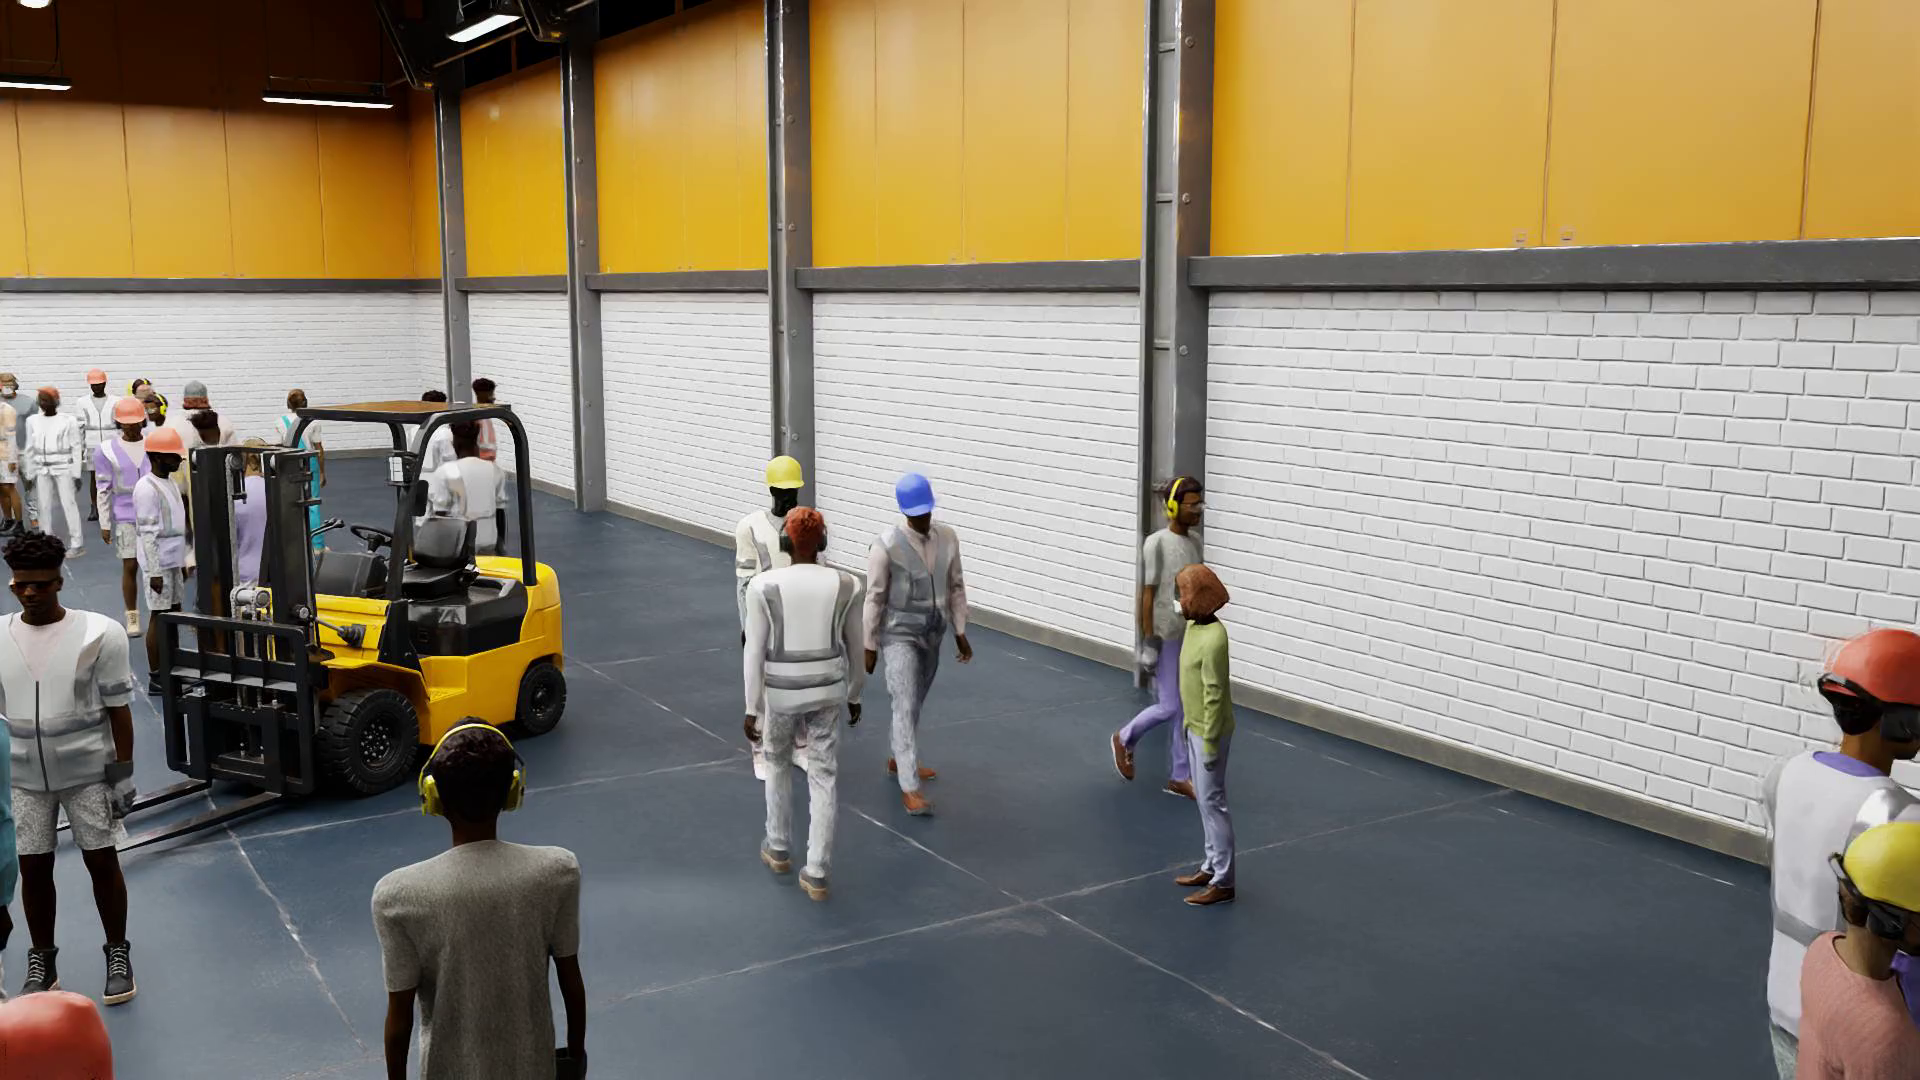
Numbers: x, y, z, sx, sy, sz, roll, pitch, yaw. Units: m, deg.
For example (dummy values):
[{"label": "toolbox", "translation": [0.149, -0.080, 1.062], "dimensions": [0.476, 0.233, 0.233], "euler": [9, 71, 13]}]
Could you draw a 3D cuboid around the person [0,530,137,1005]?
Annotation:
[{"label": "person", "translation": [-3.624, 0.922, 6.671], "dimensions": [0.607, 1.957, 0.380], "euler": [-2, 9, -12]}]

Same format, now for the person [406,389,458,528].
[{"label": "person", "translation": [-5.050, -0.471, 16.030], "dimensions": [0.612, 1.963, 0.361], "euler": [4, 9, 25]}]

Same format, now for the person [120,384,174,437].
[{"label": "person", "translation": [-9.261, -0.876, 19.159], "dimensions": [0.660, 1.866, 0.911], "euler": [0, 8, 3]}]

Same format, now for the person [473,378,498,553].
[{"label": "person", "translation": [-5.305, -0.828, 18.486], "dimensions": [0.407, 1.953, 0.621], "euler": [-1, 8, -4]}]

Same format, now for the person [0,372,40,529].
[{"label": "person", "translation": [-11.539, -1.081, 20.282], "dimensions": [0.641, 1.928, 0.386], "euler": [-5, 10, -31]}]

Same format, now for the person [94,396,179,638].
[{"label": "person", "translation": [-6.880, -0.190, 13.944], "dimensions": [0.612, 2.029, 0.407], "euler": [-6, 10, -34]}]

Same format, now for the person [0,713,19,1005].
[{"label": "person", "translation": [-3.325, 1.128, 5.356], "dimensions": [0.605, 1.939, 0.415], "euler": [2, 9, 10]}]

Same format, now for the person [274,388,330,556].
[{"label": "person", "translation": [-7.204, -0.732, 18.193], "dimensions": [0.505, 1.847, 0.348], "euler": [-1, 8, -5]}]

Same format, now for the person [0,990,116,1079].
[{"label": "person", "translation": [-1.604, 1.614, 2.772], "dimensions": [0.528, 1.723, 0.653], "euler": [7, 11, 38]}]

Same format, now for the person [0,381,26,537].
[{"label": "person", "translation": [-11.393, -0.993, 19.697], "dimensions": [0.543, 1.928, 0.403], "euler": [5, 10, 30]}]

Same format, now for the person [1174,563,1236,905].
[{"label": "person", "translation": [1.151, 0.914, 7.865], "dimensions": [0.310, 1.624, 0.492], "euler": [0, 8, -2]}]

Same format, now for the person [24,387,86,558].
[{"label": "person", "translation": [-9.849, -0.720, 18.062], "dimensions": [0.628, 1.872, 0.464], "euler": [0, 8, 2]}]

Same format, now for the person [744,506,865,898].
[{"label": "person", "translation": [-0.784, 0.751, 8.144], "dimensions": [0.616, 1.855, 0.824], "euler": [-2, 9, -16]}]

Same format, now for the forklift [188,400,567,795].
[{"label": "forklift", "translation": [-3.529, 0.258, 10.348], "dimensions": [1.214, 2.155, 2.313], "euler": [4, 9, 25]}]

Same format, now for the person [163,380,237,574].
[{"label": "person", "translation": [-7.700, -0.635, 16.887], "dimensions": [0.702, 2.000, 0.572], "euler": [-6, 10, -34]}]

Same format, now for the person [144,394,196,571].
[{"label": "person", "translation": [-8.149, -0.572, 17.095], "dimensions": [0.538, 1.858, 0.336], "euler": [3, 9, 21]}]

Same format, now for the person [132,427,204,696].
[{"label": "person", "translation": [-5.681, 0.156, 11.938], "dimensions": [0.389, 1.930, 0.544], "euler": [-1, 8, -6]}]

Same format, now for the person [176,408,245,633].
[{"label": "person", "translation": [-6.154, -0.124, 13.800], "dimensions": [0.587, 1.940, 0.416], "euler": [3, 9, 18]}]

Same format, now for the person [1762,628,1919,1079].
[{"label": "person", "translation": [2.351, 1.231, 4.349], "dimensions": [0.442, 2.031, 0.621], "euler": [-2, 9, -11]}]

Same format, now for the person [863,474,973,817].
[{"label": "person", "translation": [-0.265, 0.551, 9.457], "dimensions": [0.634, 1.894, 0.829], "euler": [-7, 11, -41]}]

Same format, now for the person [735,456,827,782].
[{"label": "person", "translation": [-1.040, 0.457, 9.900], "dimensions": [0.585, 1.928, 0.369], "euler": [-5, 10, -30]}]

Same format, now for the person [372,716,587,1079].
[{"label": "person", "translation": [-1.158, 1.350, 4.080], "dimensions": [0.513, 1.872, 0.328], "euler": [-5, 10, -29]}]

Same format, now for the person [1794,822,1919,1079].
[{"label": "person", "translation": [1.986, 1.468, 3.678], "dimensions": [0.336, 1.757, 0.532], "euler": [2, 9, 14]}]

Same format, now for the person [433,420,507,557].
[{"label": "person", "translation": [-3.746, 0.012, 12.887], "dimensions": [0.817, 1.942, 0.617], "euler": [6, 10, 36]}]

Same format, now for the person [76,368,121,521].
[{"label": "person", "translation": [-10.873, -1.207, 21.085], "dimensions": [0.552, 1.934, 0.373], "euler": [-4, 9, -23]}]

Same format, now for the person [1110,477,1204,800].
[{"label": "person", "translation": [1.176, 0.553, 9.486], "dimensions": [0.533, 1.858, 0.580], "euler": [-8, 12, -43]}]
